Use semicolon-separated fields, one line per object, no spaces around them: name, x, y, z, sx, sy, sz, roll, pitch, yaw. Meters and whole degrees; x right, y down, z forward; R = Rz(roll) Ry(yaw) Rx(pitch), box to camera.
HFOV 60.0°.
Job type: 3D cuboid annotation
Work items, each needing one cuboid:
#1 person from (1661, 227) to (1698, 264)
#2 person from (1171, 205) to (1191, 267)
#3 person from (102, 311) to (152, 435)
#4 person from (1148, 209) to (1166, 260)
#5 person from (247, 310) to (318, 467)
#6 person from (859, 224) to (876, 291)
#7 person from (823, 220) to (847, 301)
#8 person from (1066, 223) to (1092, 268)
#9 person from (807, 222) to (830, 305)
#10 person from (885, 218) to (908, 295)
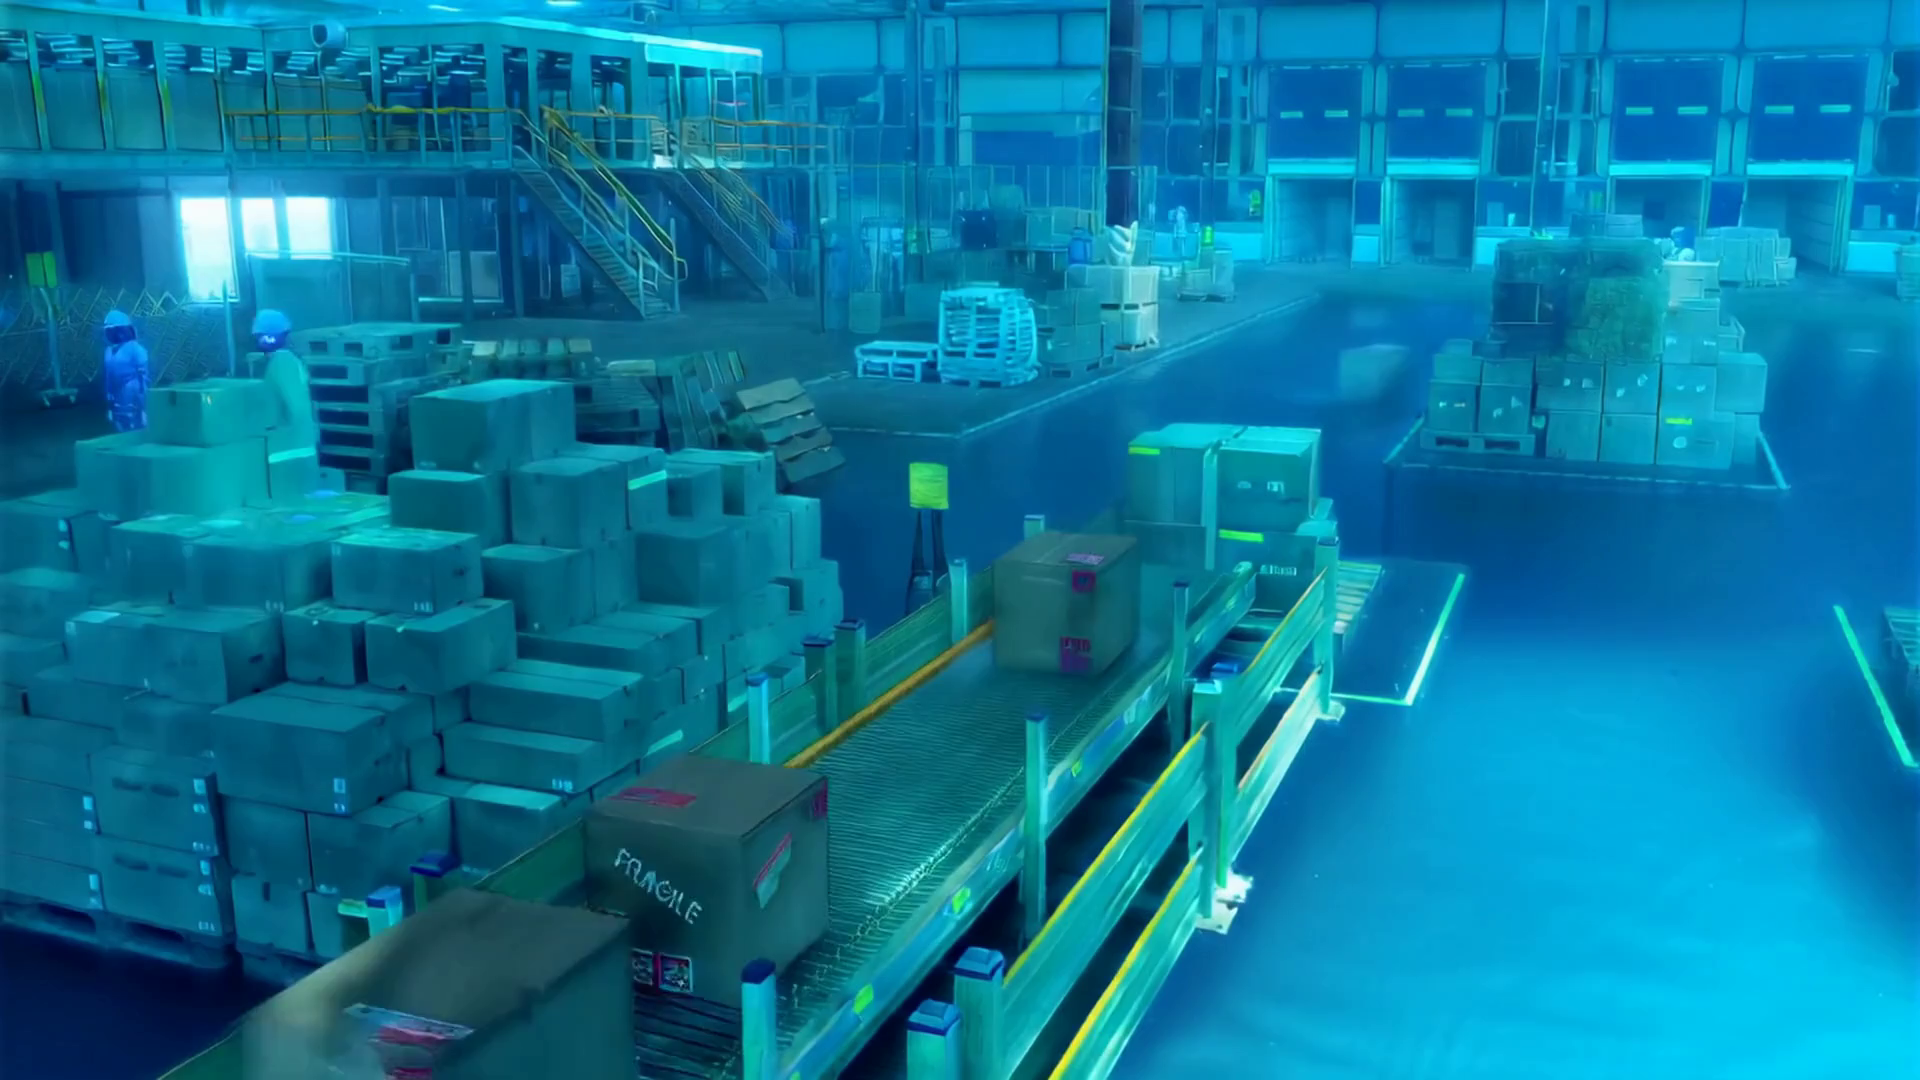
person;12.294;-4.377;28.719;0.539;2.000;0.688;-7;14;-28
person;6.881;-9.518;52.084;0.670;1.909;0.709;-3;13;-15
person;-7.647;-1.228;15.267;0.493;1.743;0.298;4;13;18
person;6.067;-9.431;51.936;0.994;1.817;0.543;1;13;4
person;-5.302;-0.814;12.952;1.041;1.939;0.651;-1;13;-6
person;-1.859;-5.455;33.859;0.392;1.910;0.590;1;13;3
person;-2.938;-6.469;38.495;0.449;1.869;0.608;-9;16;-36
person;2.382;-5.433;33.692;0.552;1.934;0.364;-2;13;-10
person;-3.177;-6.194;37.311;0.507;1.847;0.343;4;13;19
person;-1.561;-6.924;40.641;0.586;1.825;0.909;-2;13;-9
